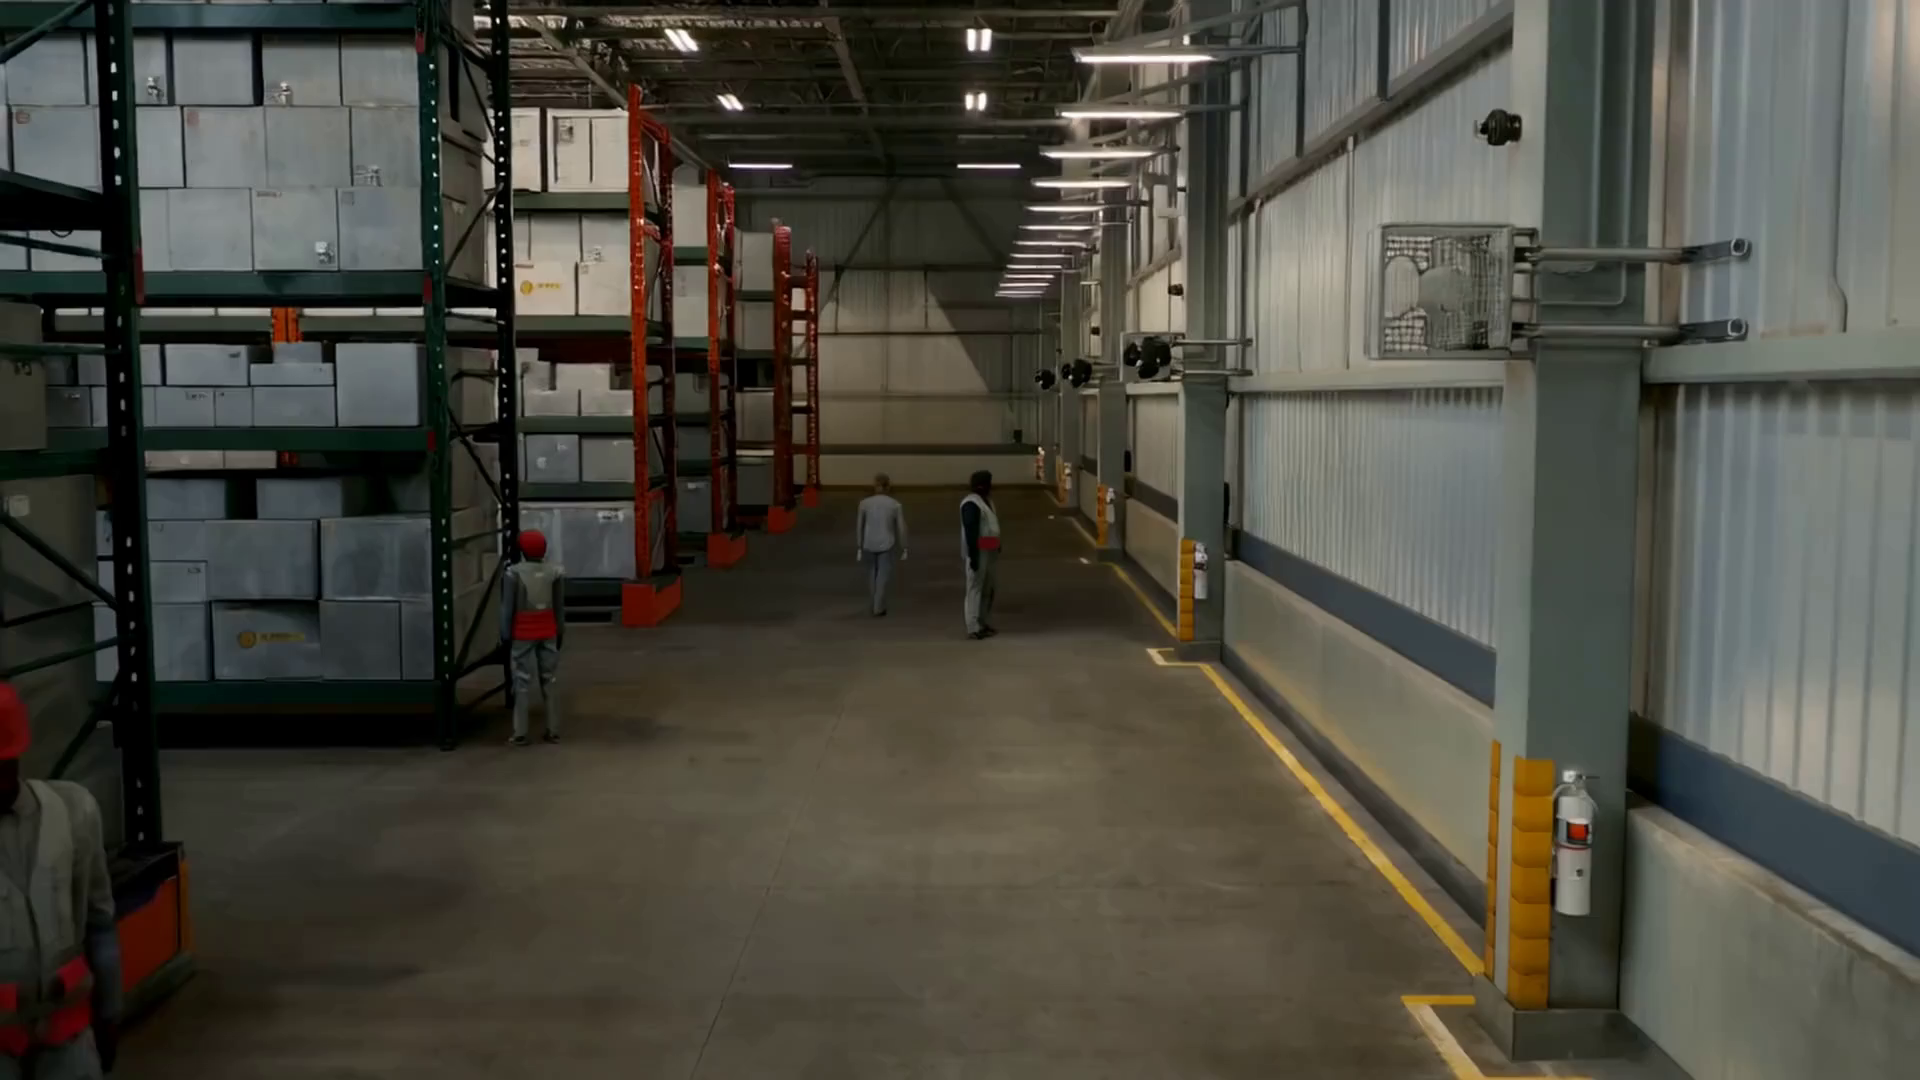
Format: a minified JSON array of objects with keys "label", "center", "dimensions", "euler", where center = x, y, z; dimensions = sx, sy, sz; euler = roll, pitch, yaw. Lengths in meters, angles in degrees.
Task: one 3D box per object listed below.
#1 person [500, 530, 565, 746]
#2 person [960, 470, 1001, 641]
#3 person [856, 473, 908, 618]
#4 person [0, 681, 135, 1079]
[{"label":"person","center":[-3.214,0.735,12.552],"dimensions":[0.525,1.632,0.312],"euler":[-5,7,-43]},{"label":"person","center":[0.226,0.164,17.992],"dimensions":[0.429,1.844,0.627],"euler":[1,5,15]},{"label":"person","center":[-0.902,0.056,19.920],"dimensions":[0.590,1.713,0.823],"euler":[2,5,20]},{"label":"person","center":[-2.515,1.292,4.371],"dimensions":[0.744,1.919,0.637],"euler":[3,6,31]}]
